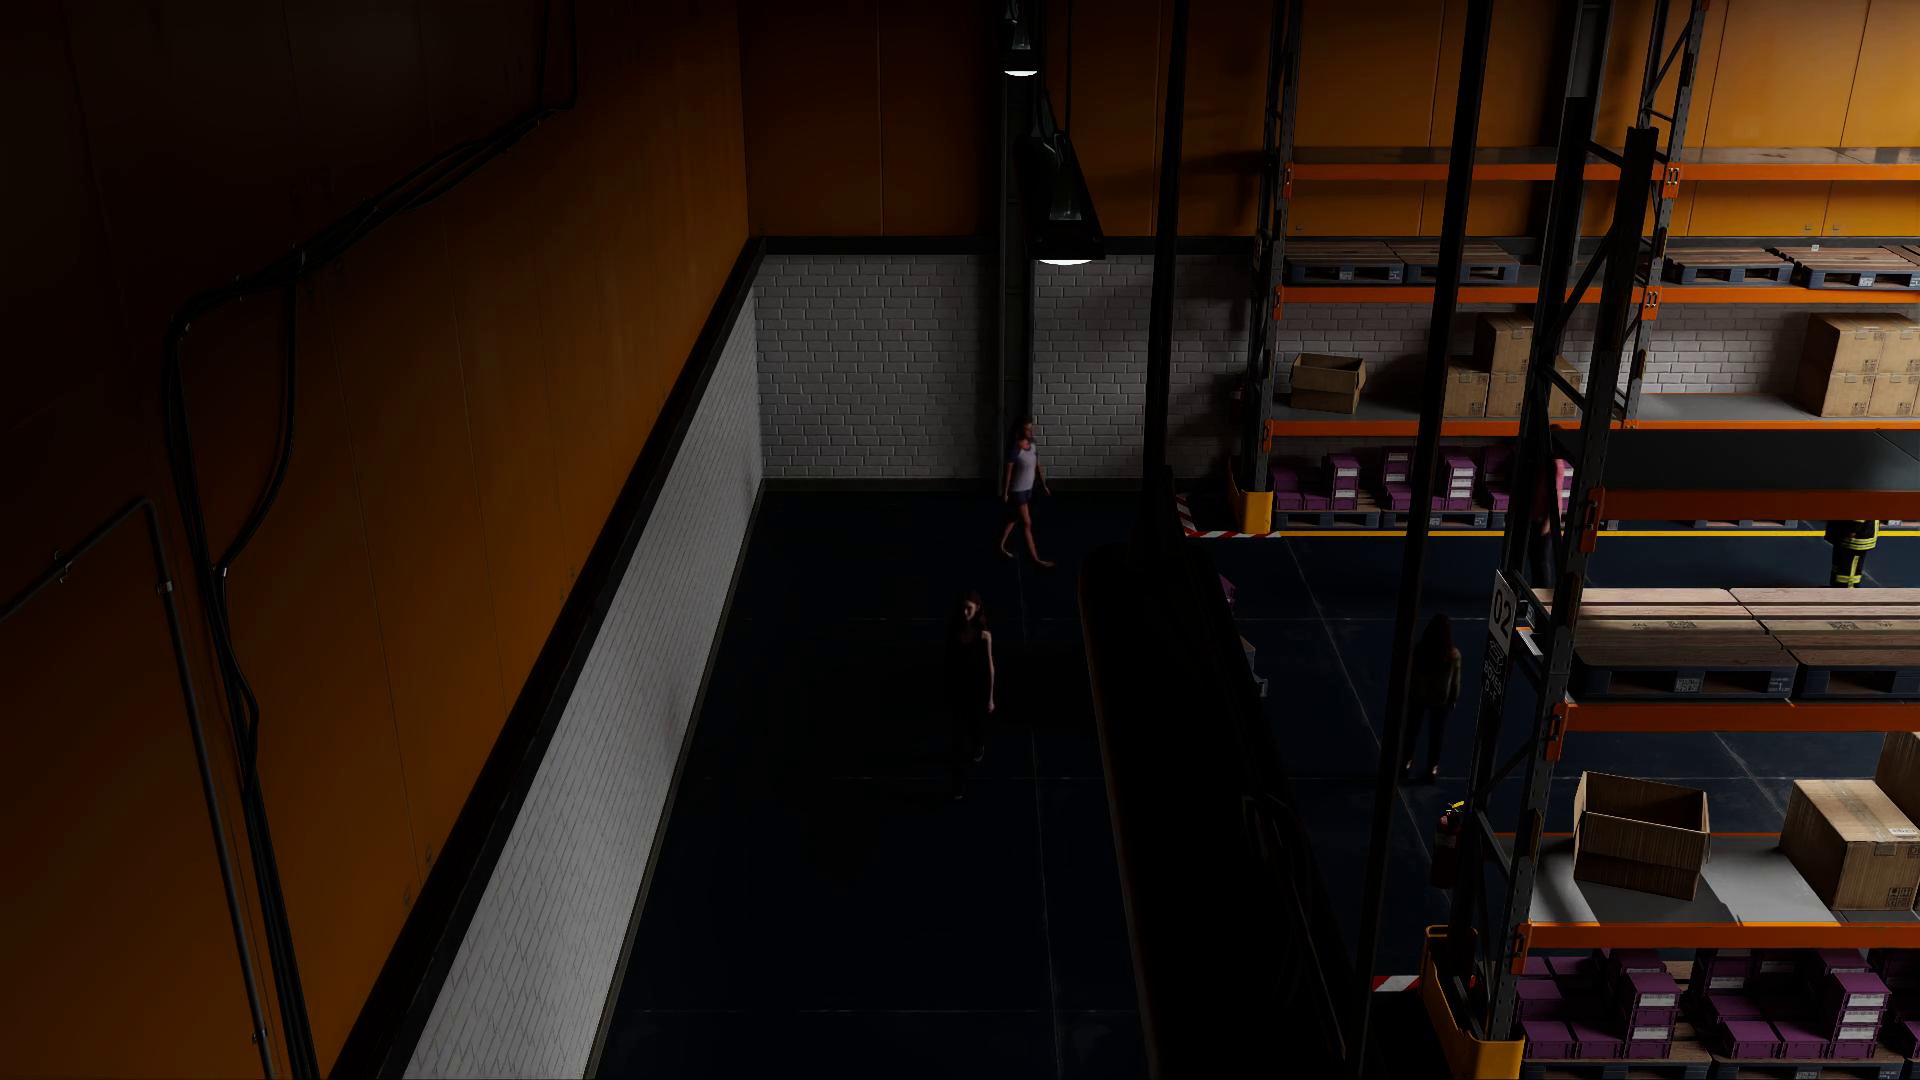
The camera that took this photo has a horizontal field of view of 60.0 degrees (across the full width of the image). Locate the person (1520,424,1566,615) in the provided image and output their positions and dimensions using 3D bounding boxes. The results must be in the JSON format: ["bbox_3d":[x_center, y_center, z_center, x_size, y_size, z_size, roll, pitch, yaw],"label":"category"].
[{"bbox_3d":[5.826,-0.220,16.536,0.542,1.956,0.625,0,24,1],"label":"person"}]

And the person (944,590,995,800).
[{"bbox_3d":[0.103,1.177,13.657,1.118,1.701,0.802,5,24,11],"label":"person"}]

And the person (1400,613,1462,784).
[{"bbox_3d":[3.865,1.292,13.679,0.566,1.473,0.703,9,25,21],"label":"person"}]

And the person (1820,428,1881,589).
[{"bbox_3d":[9.006,-0.236,16.694,0.798,1.858,0.820,7,25,16],"label":"person"}]

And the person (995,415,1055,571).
[{"bbox_3d":[0.555,-0.531,17.594,1.128,1.678,0.978,15,28,31],"label":"person"}]
